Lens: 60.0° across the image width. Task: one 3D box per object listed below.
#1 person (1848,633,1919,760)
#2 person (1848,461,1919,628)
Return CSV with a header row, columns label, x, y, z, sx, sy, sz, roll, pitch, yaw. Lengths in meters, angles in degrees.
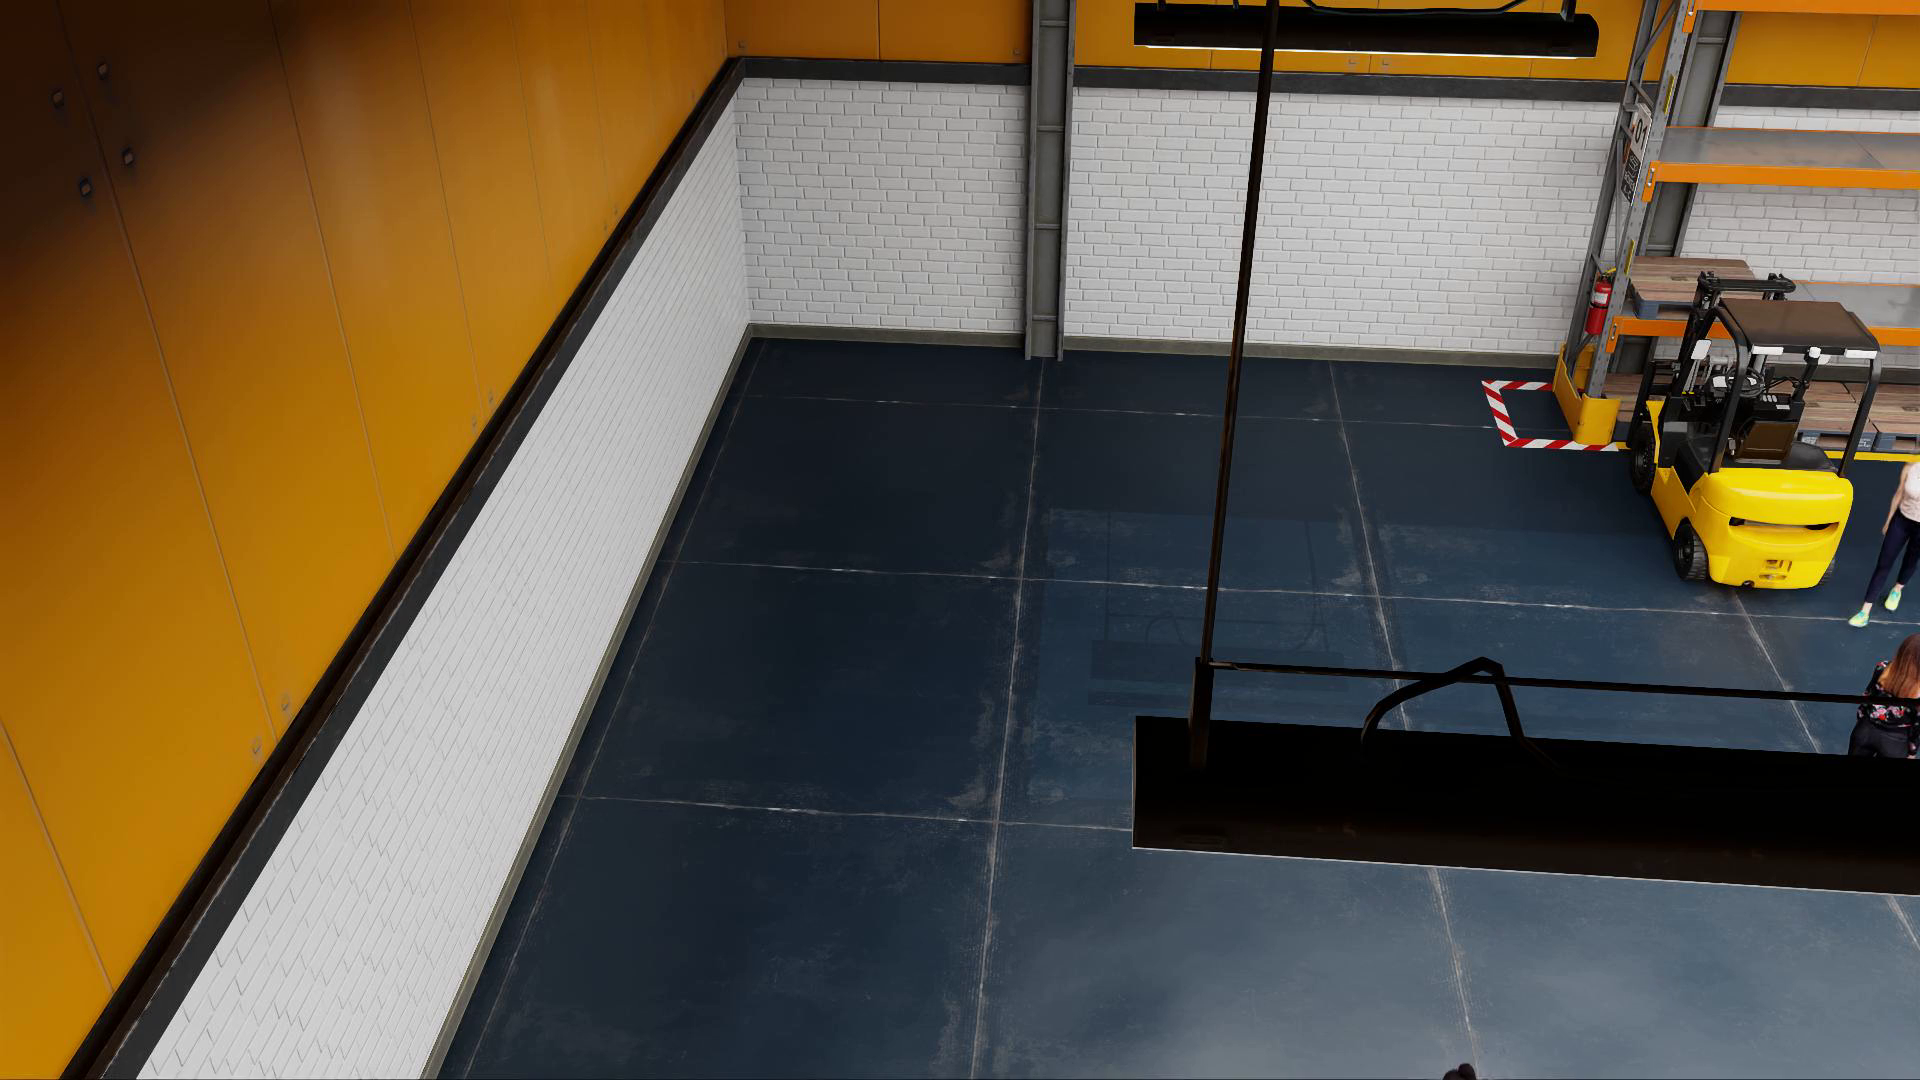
label,x,y,z,sx,sy,sz,roll,pitch,yaw
person,6.206,1.314,11.173,0.694,1.684,0.651,-21,39,-29
person,7.667,-0.108,13.331,1.080,1.664,1.048,25,41,32
